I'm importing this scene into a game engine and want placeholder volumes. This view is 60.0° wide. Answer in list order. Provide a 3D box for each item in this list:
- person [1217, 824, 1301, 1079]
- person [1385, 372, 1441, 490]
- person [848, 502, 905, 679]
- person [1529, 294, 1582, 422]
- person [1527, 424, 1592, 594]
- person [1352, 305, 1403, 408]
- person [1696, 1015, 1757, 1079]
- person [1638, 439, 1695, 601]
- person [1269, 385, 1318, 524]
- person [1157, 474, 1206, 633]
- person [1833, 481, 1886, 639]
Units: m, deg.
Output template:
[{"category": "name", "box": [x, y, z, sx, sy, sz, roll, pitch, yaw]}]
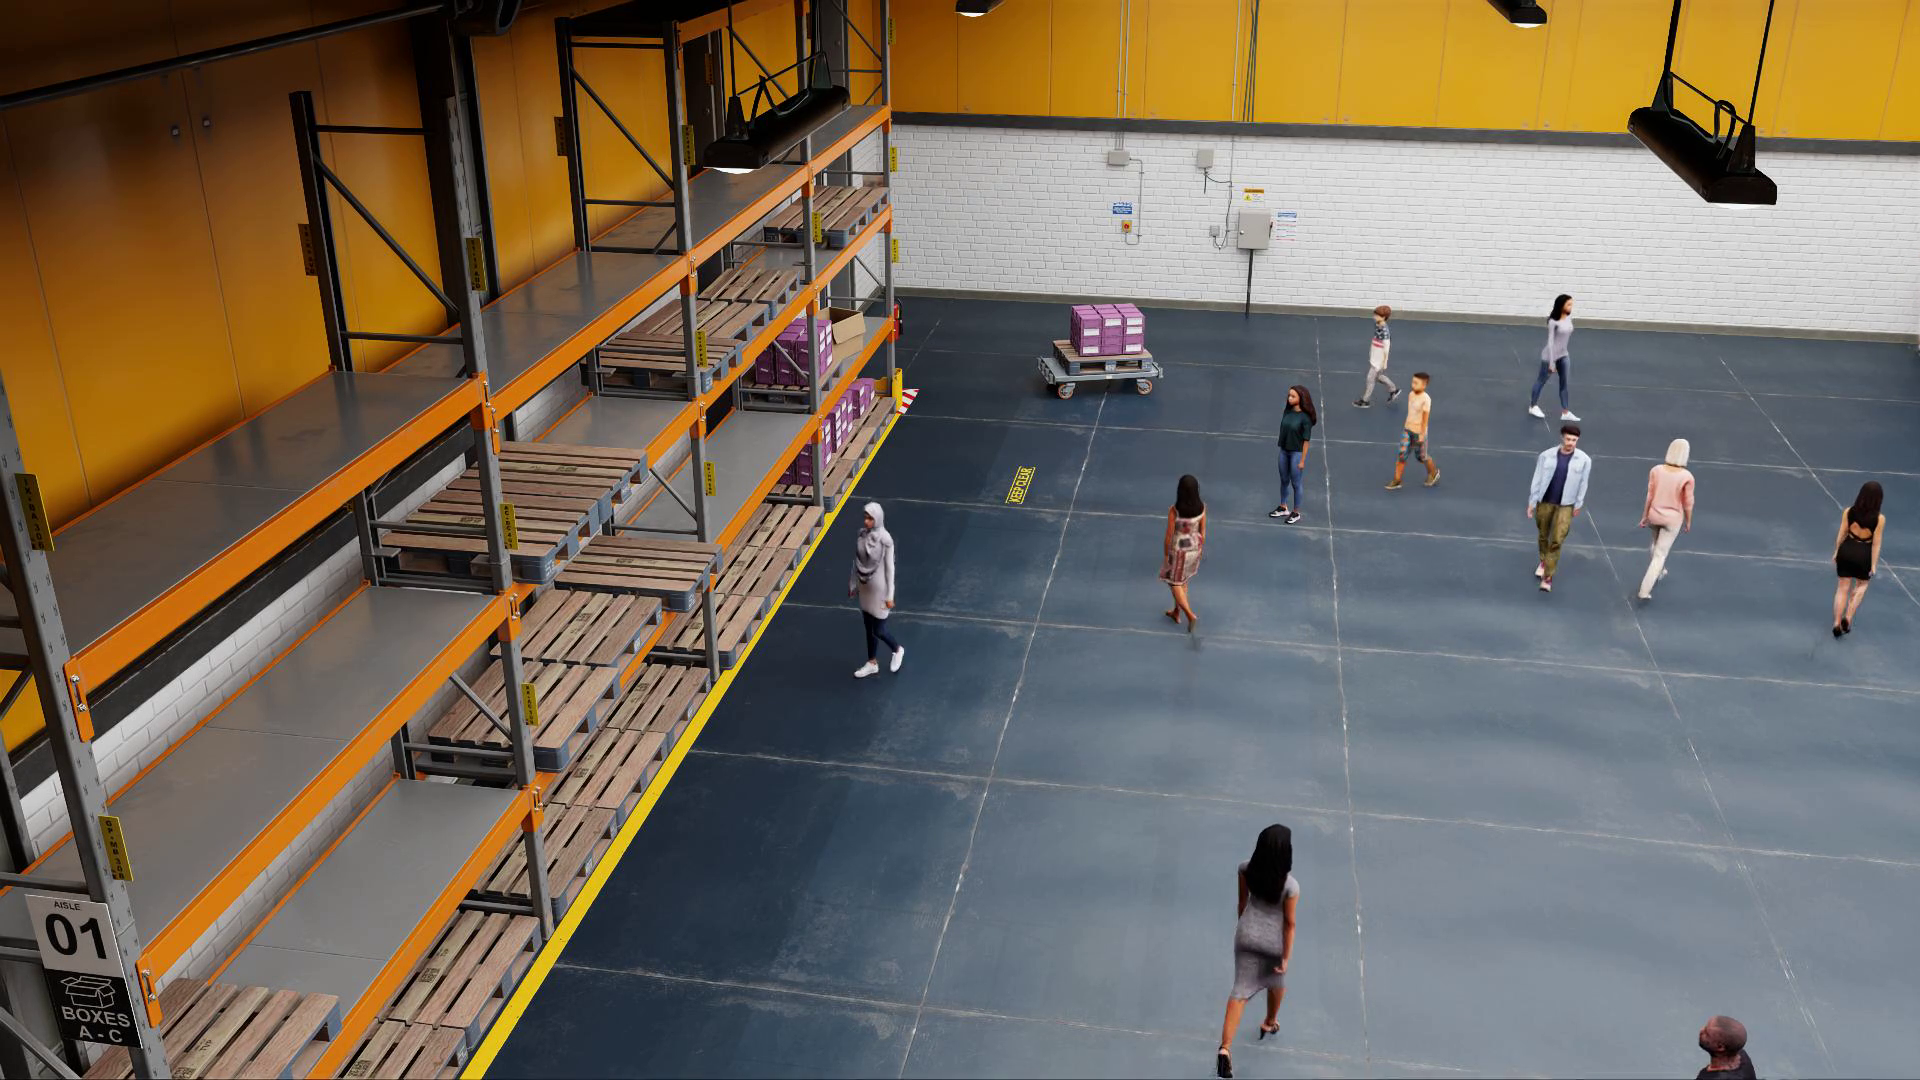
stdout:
[{"category": "person", "box": [1.872, 2.632, 10.570, 0.842, 1.746, 1.158, 13, 27, 27]}, {"category": "person", "box": [5.526, -1.302, 19.952, 0.985, 1.440, 0.941, -15, 28, -31]}, {"category": "person", "box": [-0.750, 0.454, 15.518, 0.914, 1.773, 0.854, -20, 30, -37]}, {"category": "person", "box": [7.861, -2.450, 22.244, 0.983, 1.708, 1.063, -13, 27, -28]}, {"category": "person", "box": [6.247, -0.382, 17.439, 0.919, 1.767, 1.230, 12, 26, 26]}, {"category": "person", "box": [5.784, -2.503, 22.724, 0.760, 1.419, 0.931, -2, 24, -5]}, {"category": "person", "box": [4.072, 3.345, 8.878, 1.024, 1.794, 1.039, 20, 31, 38]}, {"category": "person", "box": [7.214, -0.176, 17.076, 1.005, 1.680, 1.225, 19, 30, 37]}, {"category": "person", "box": [3.817, -1.002, 19.043, 0.774, 1.617, 0.715, -16, 28, -32]}, {"category": "person", "box": [2.237, 0.153, 16.387, 0.910, 1.629, 1.052, -9, 25, -19]}, {"category": "person", "box": [8.690, 0.228, 16.203, 0.696, 1.638, 0.733, 21, 31, 40]}]
